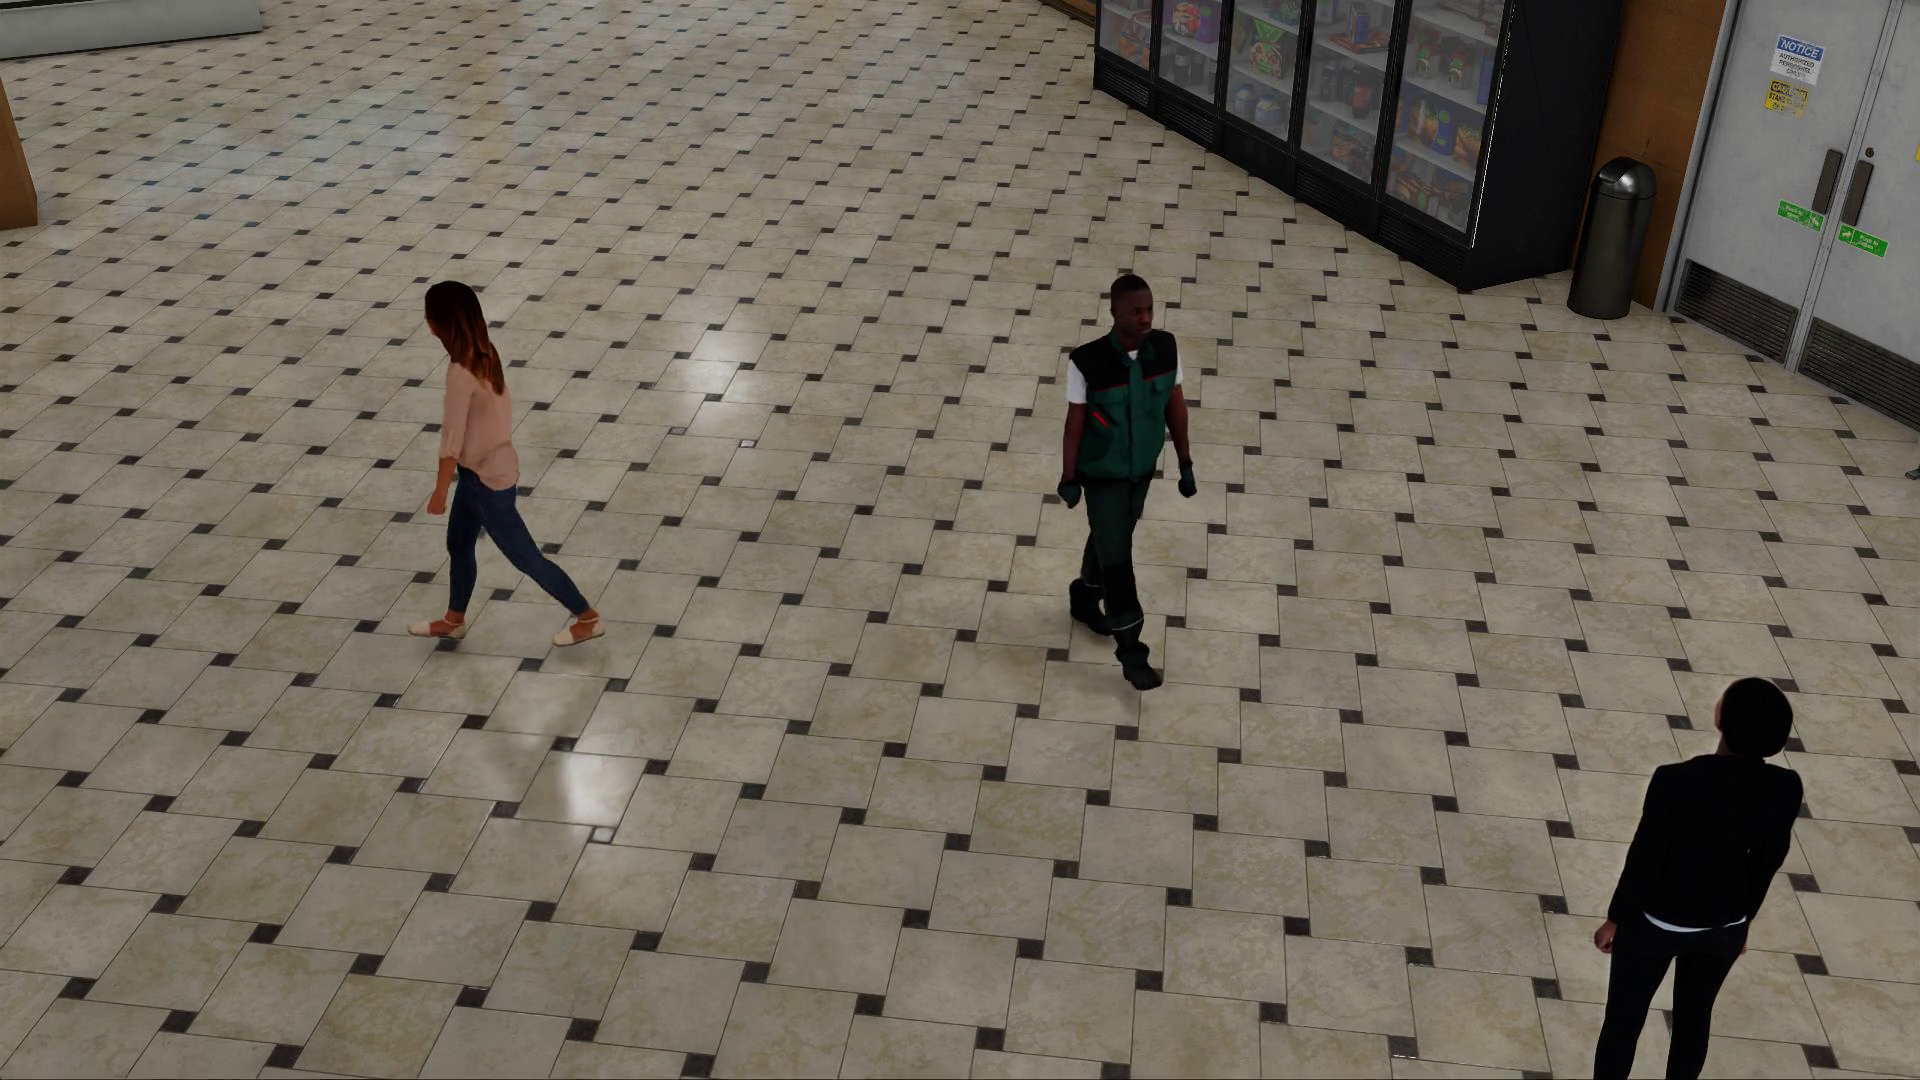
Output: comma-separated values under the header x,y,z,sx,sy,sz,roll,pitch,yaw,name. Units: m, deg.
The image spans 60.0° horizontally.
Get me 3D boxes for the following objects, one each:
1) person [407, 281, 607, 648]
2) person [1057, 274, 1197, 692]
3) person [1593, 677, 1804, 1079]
x,y,z,sx,sy,sz,roll,pitch,yaw,name
-1.930,-0.234,7.118,1.202,1.745,0.865,-2,32,-4,person
0.637,-0.323,7.207,1.012,1.803,0.808,-17,36,-26,person
2.086,1.145,4.818,0.594,1.834,0.724,0,32,0,person
